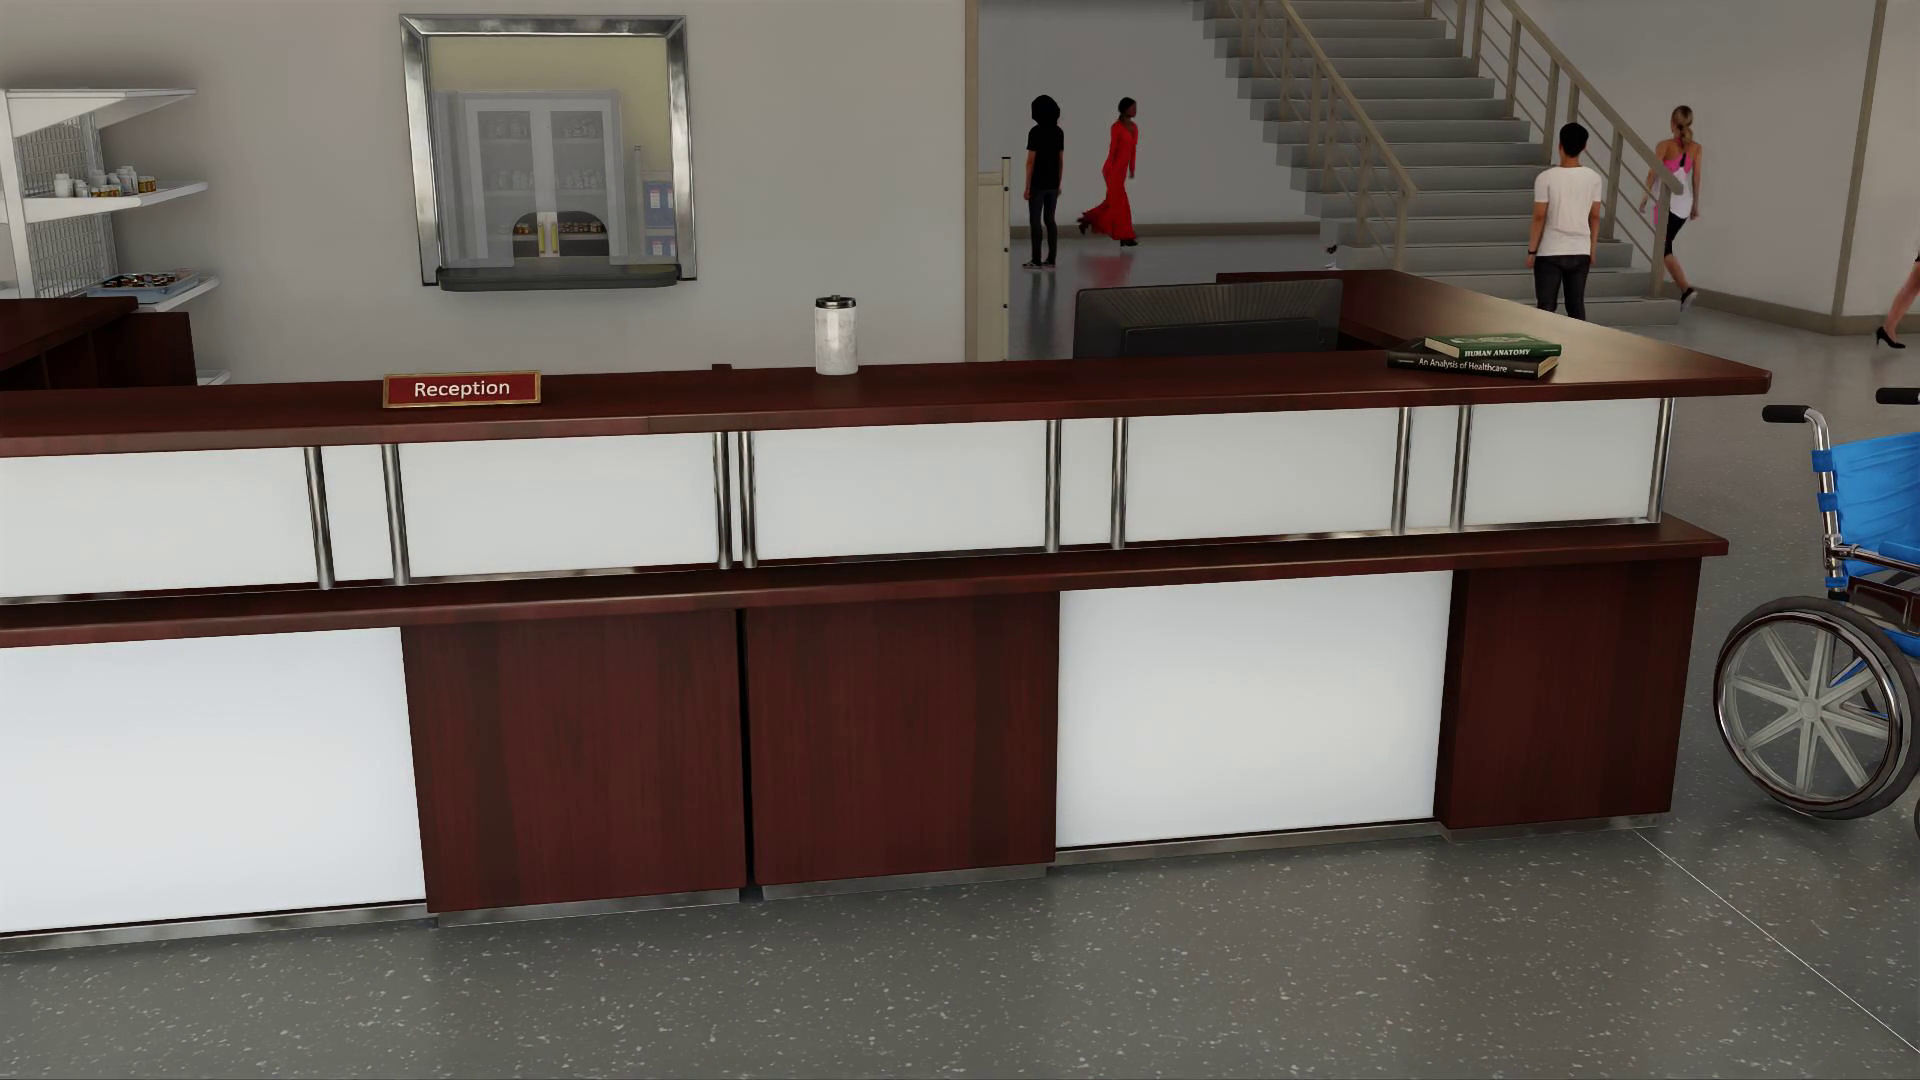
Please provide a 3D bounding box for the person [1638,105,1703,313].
[{"bbox_3d":[6.222,-2.835,14.437,0.639,1.754,1.114,-4,16,-14],"label":"person"}]

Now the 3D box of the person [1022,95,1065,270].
[{"bbox_3d":[0.909,-3.846,17.869,0.708,1.824,0.695,-11,19,-35],"label":"person"}]

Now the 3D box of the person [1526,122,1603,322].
[{"bbox_3d":[4.200,-2.029,11.579,0.663,1.722,0.590,0,16,0],"label":"person"}]

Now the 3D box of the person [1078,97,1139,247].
[{"bbox_3d":[1.798,-4.396,19.994,1.148,1.743,1.083,11,19,35],"label":"person"}]
